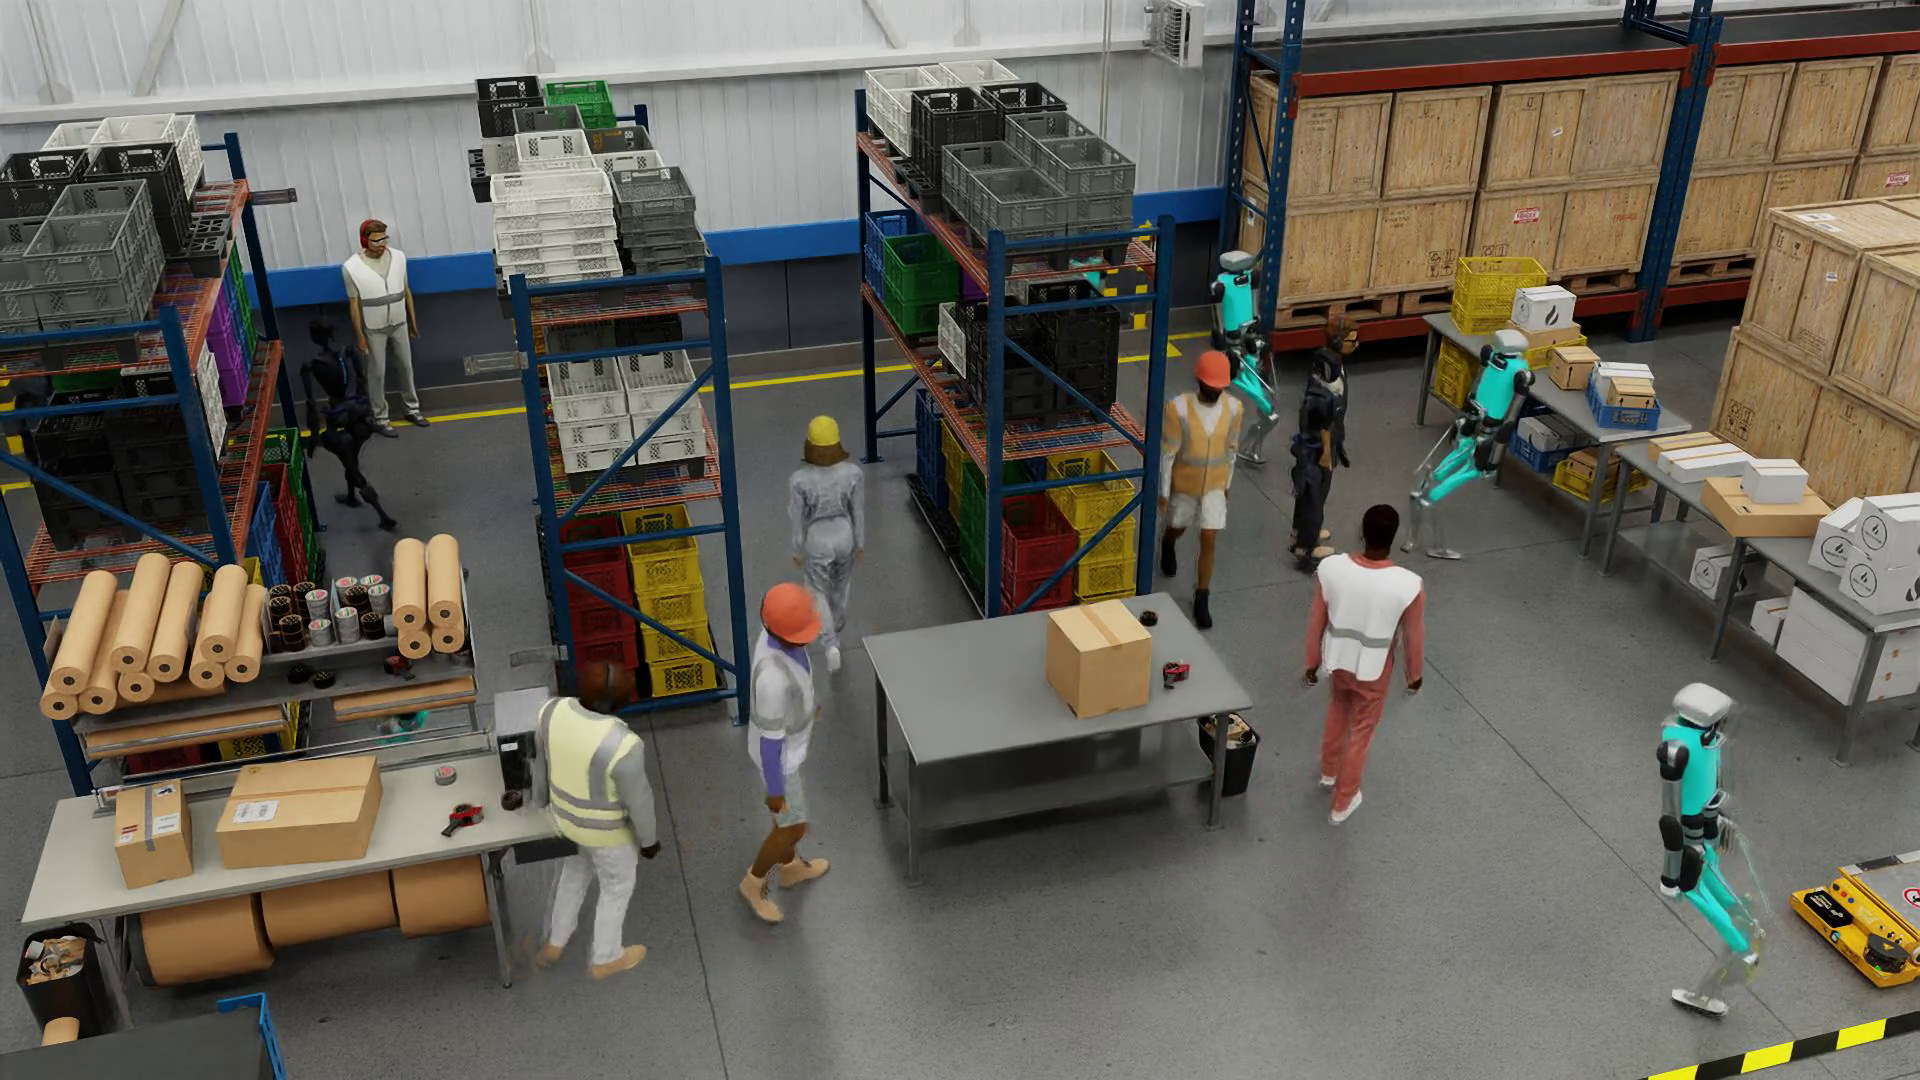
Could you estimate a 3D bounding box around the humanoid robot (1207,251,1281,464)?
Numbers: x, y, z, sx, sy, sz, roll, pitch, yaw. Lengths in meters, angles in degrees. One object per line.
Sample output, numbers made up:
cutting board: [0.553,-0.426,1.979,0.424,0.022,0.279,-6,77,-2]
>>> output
humanoid robot: [2.334,-1.329,13.089,0.536,1.787,0.825,-23,36,-36]

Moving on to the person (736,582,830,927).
person: [-0.923,1.026,8.494,0.508,2.019,0.802,-2,29,-3]

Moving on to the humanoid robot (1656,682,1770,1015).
humanoid robot: [3.588,1.569,7.830,0.818,1.815,0.543,23,36,35]

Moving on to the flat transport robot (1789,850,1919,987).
flat transport robot: [5.163,1.916,8.676,1.431,0.231,0.659,-8,30,-14]

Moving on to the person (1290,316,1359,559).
person: [2.592,-0.731,11.868,0.335,1.838,0.508,2,29,3]

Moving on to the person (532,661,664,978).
person: [-1.751,1.362,8.094,0.678,1.803,0.455,18,34,30]

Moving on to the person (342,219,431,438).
person: [-4.759,-1.766,13.750,0.387,1.836,0.564,24,37,36]

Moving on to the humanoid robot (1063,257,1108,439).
humanoid robot: [0.829,-1.650,13.664,0.538,1.798,0.836,-22,35,-34]

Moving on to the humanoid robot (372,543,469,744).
humanoid robot: [-3.073,0.798,9.190,0.822,1.770,0.556,10,30,17]

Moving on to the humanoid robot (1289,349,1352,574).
humanoid robot: [2.569,-0.568,11.732,0.401,1.653,0.609,23,36,36]

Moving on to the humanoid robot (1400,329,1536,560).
humanoid robot: [3.500,-0.605,11.760,0.830,1.797,0.592,-9,30,-16]

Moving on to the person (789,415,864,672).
person: [-0.830,0.029,10.595,0.487,1.719,0.659,-8,30,-15]

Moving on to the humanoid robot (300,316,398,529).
humanoid robot: [-4.571,-0.867,12.345,0.793,1.633,0.603,15,32,26]

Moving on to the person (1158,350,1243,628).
person: [1.602,-0.432,11.253,0.555,1.911,0.876,-3,29,-5]

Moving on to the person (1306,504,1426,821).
person: [2.269,0.676,9.271,0.610,1.873,0.645,20,34,31]

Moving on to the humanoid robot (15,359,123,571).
humanoid robot: [-6.319,-0.597,11.799,0.586,1.641,0.640,-9,30,-16]
